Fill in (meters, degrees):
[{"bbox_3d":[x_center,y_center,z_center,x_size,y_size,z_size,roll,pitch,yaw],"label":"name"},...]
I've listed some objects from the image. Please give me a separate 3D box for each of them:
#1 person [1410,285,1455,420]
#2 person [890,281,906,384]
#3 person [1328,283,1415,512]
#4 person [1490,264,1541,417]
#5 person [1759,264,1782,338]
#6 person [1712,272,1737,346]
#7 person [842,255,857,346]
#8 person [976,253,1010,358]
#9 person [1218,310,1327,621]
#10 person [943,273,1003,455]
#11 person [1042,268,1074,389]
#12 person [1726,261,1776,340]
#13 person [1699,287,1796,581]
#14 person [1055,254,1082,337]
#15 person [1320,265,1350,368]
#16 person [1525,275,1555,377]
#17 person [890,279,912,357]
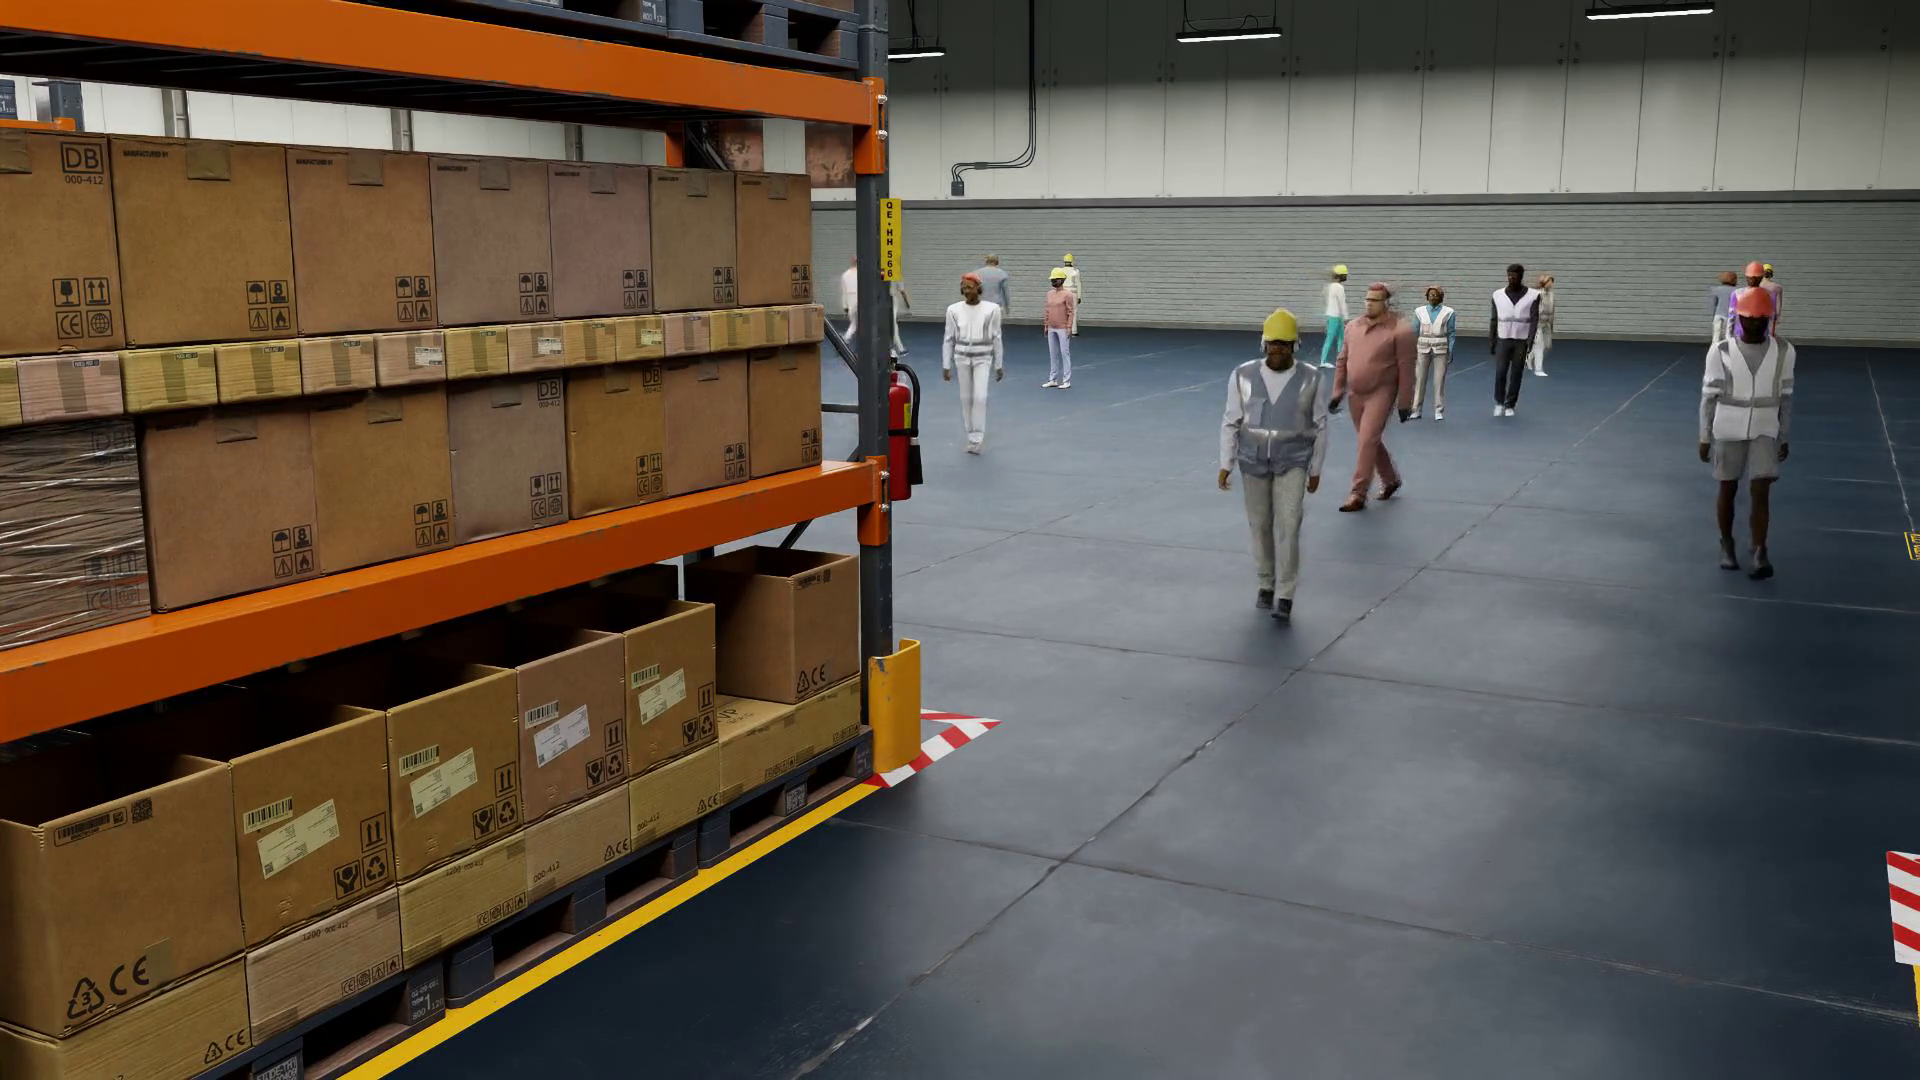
[{"bbox_3d":[5.755,-2.279,20.269,0.523,1.638,0.311,4,11,23],"label":"person"},{"bbox_3d":[-0.844,-2.173,18.760,0.550,1.975,0.652,-6,12,-31],"label":"person"},{"bbox_3d":[3.440,-1.201,13.791,0.973,1.864,0.641,-8,13,-37],"label":"person"},{"bbox_3d":[6.819,-2.449,20.510,0.592,1.889,0.684,4,11,22],"label":"person"},{"bbox_3d":[13.522,-3.757,27.988,0.523,1.766,0.315,3,11,16],"label":"person"},{"bbox_3d":[13.569,-3.942,29.466,0.512,1.580,0.852,10,14,42],"label":"person"},{"bbox_3d":[-1.885,-4.346,30.848,0.659,1.892,0.500,8,13,36],"label":"person"},{"bbox_3d":[0.603,-4.307,30.592,0.665,1.903,0.903,2,11,9],"label":"person"},{"bbox_3d":[1.818,-0.433,9.769,0.600,1.797,0.852,4,11,19],"label":"person"},{"bbox_3d":[0.105,-1.787,17.009,0.594,1.845,0.892,2,11,12],"label":"person"},{"bbox_3d":[1.438,-3.108,24.444,0.310,1.768,0.533,-10,14,-43],"label":"person"},{"bbox_3d":[10.210,-2.639,21.499,0.550,1.918,0.748,5,12,25],"label":"person"},{"bbox_3d":[5.142,-0.687,10.874,0.574,1.890,0.950,3,11,17],"label":"person"},{"bbox_3d":[2.397,-5.381,36.643,0.588,1.837,0.403,4,11,20],"label":"person"},{"bbox_3d":[6.458,-3.771,28.151,0.736,1.738,0.529,0,10,1],"label":"person"},{"bbox_3d":[9.260,-3.433,26.619,0.522,1.623,0.526,-6,12,-30],"label":"person"},{"bbox_3d":[-1.224,-4.245,30.488,0.555,1.824,0.919,10,14,42],"label":"person"}]
